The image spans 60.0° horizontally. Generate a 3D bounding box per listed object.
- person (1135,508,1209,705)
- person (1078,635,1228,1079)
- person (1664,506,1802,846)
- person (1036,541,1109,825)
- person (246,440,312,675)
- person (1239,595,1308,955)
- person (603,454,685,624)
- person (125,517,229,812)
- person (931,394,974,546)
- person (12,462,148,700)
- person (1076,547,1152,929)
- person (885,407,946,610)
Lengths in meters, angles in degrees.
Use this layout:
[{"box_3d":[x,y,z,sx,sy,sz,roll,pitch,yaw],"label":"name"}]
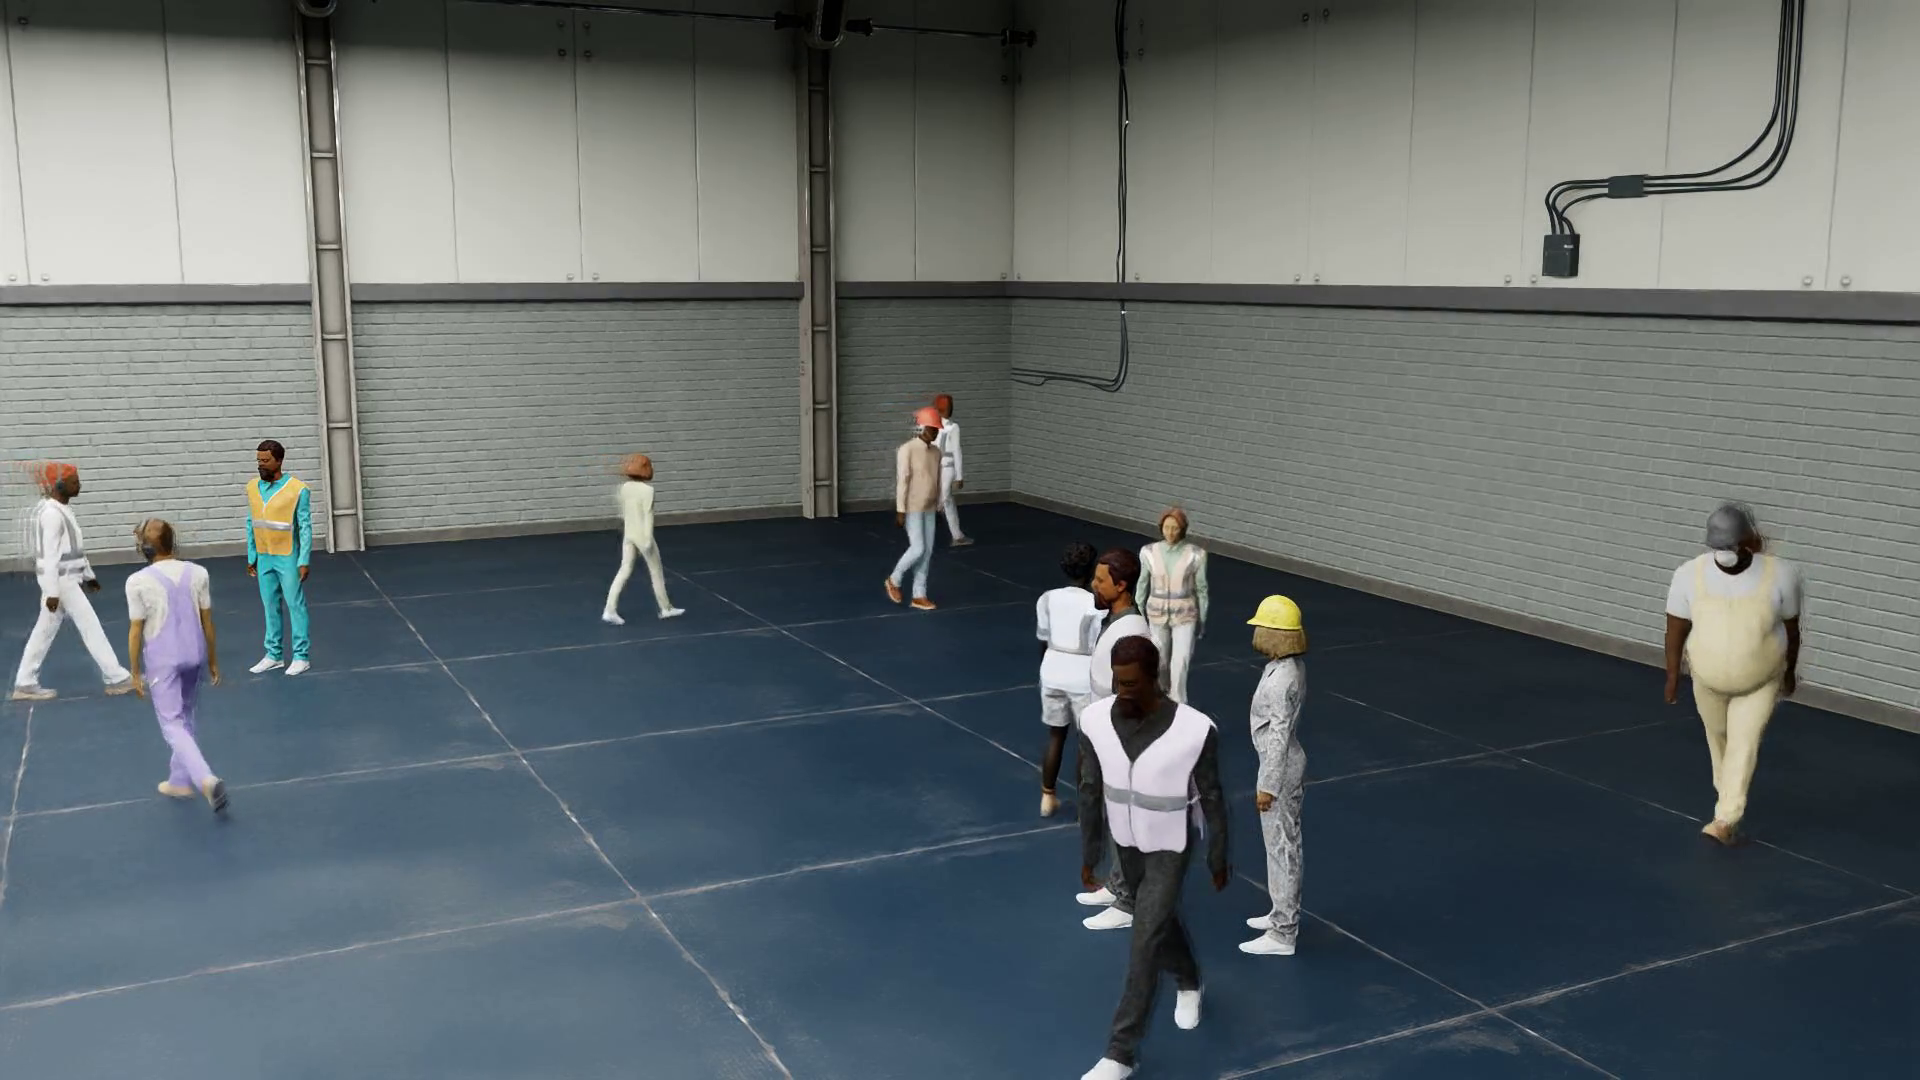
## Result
[{"box_3d":[1.531,0.556,11.928,0.524,1.618,0.684,3,10,19],"label":"person"},{"box_3d":[0.823,1.261,6.918,0.588,1.849,1.032,7,11,35],"label":"person"},{"box_3d":[4.450,0.712,9.640,0.693,2.000,1.078,7,11,35],"label":"person"},{"box_3d":[0.702,0.853,9.843,0.611,1.691,0.323,7,12,38],"label":"person"},{"box_3d":[-5.544,0.137,13.560,0.587,1.920,0.392,3,10,16],"label":"person"},{"box_3d":[1.514,1.124,8.016,0.297,1.745,0.484,3,10,19],"label":"person"},{"box_3d":[-3.008,-0.016,15.517,0.518,1.588,0.865,8,12,42],"label":"person"},{"box_3d":[-4.723,0.762,10.075,0.842,1.815,0.524,7,11,36],"label":"person"},{"box_3d":[-0.232,-0.792,19.539,0.965,1.846,0.583,-7,12,-37],"label":"person"},{"box_3d":[-6.820,0.313,12.737,0.990,1.831,0.594,-4,10,-25],"label":"person"},{"box_3d":[0.803,0.984,8.334,0.392,1.922,0.593,0,9,0],"label":"person"},{"box_3d":[-0.394,-0.301,16.099,0.515,1.970,0.637,7,12,38],"label":"person"}]
